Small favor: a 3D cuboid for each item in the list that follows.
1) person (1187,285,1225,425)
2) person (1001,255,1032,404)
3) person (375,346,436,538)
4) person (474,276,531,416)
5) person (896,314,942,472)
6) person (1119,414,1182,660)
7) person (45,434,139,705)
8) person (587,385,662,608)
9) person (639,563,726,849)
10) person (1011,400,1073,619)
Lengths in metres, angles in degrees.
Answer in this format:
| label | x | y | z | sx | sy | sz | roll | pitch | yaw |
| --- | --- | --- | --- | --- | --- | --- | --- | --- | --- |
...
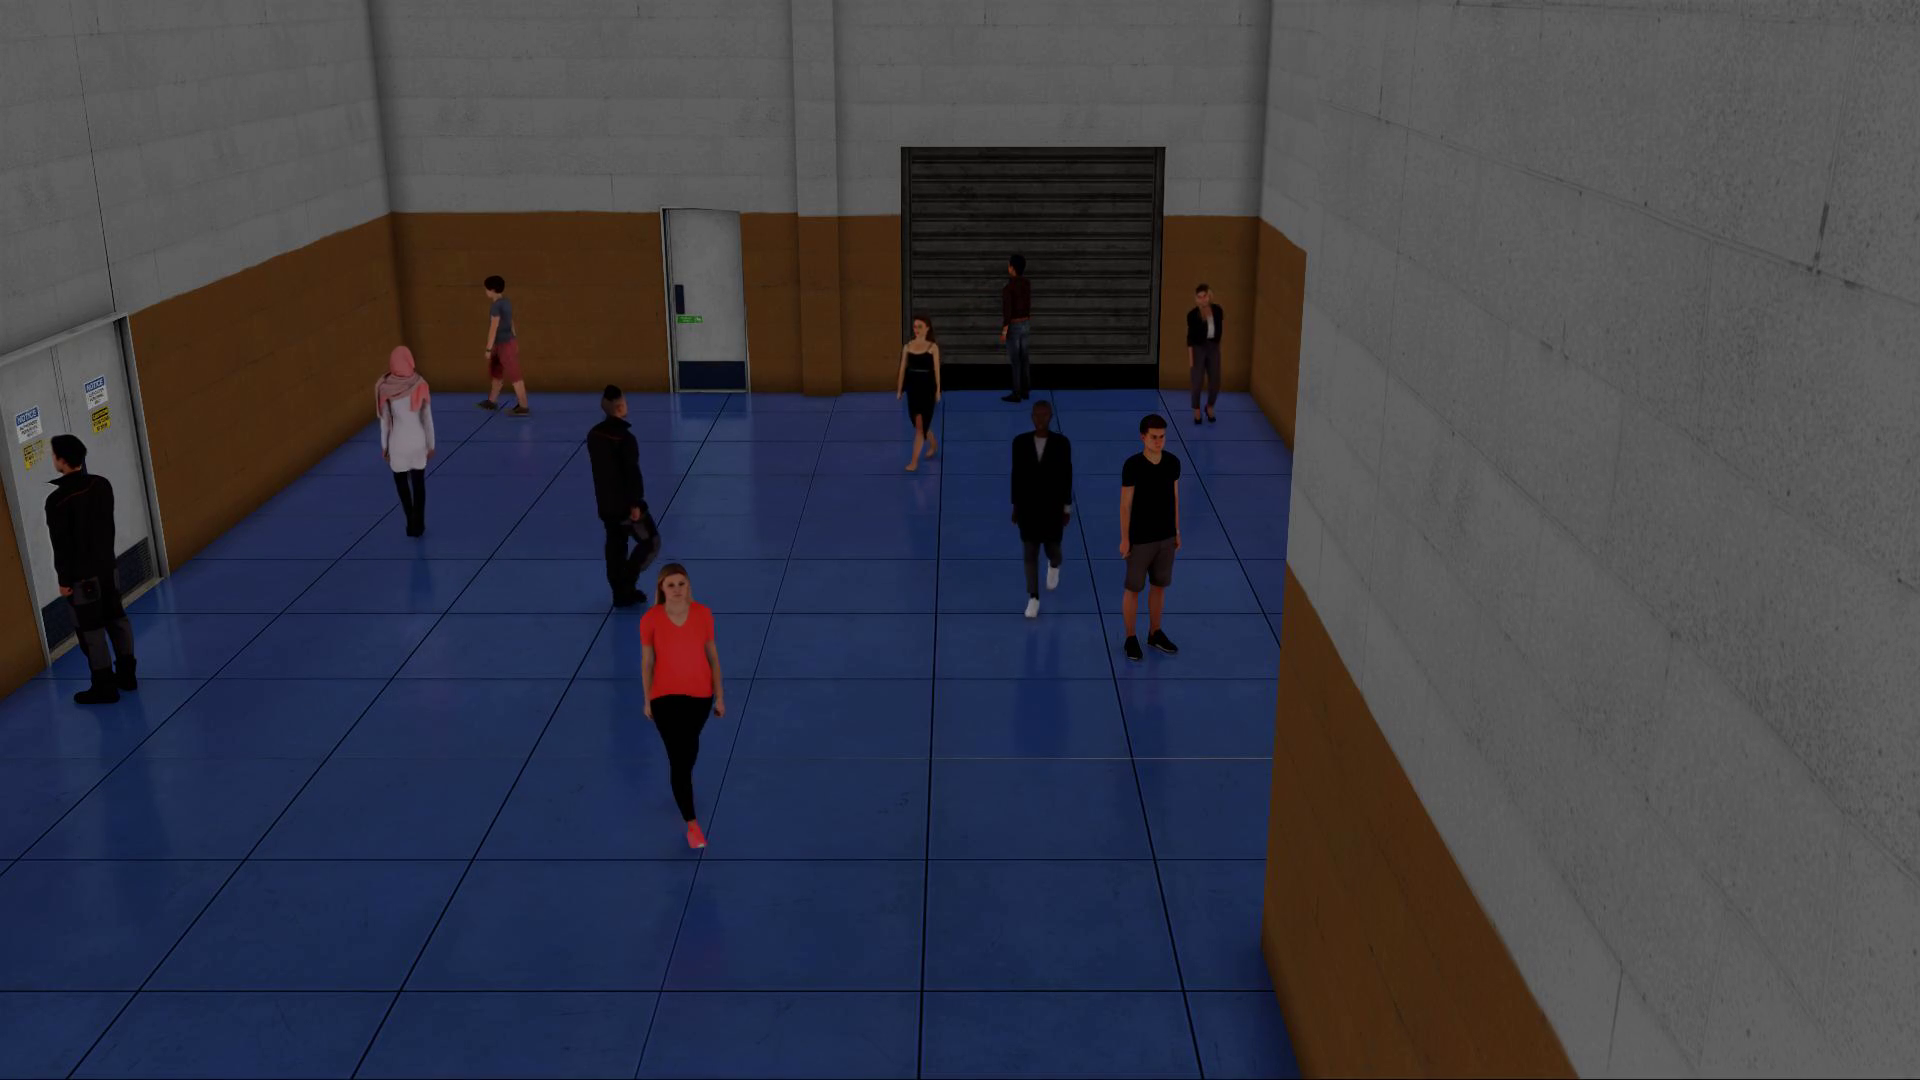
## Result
| label | x | y | z | sx | sy | sz | roll | pitch | yaw |
| --- | --- | --- | --- | --- | --- | --- | --- | --- | --- |
| person | 2.783 | -2.109 | 18.970 | 0.648 | 1.642 | 0.736 | -8 | 20 | -23 |
| person | 0.702 | -2.552 | 20.066 | 0.749 | 1.781 | 0.706 | 16 | 24 | 38 |
| person | -4.968 | -0.837 | 14.969 | 0.922 | 1.788 | 0.855 | -6 | 20 | -17 |
| person | -5.217 | -2.245 | 19.373 | 0.906 | 1.629 | 0.630 | 1 | 19 | 2 |
| person | -0.375 | -1.557 | 17.443 | 1.123 | 1.573 | 0.923 | 7 | 20 | 20 |
| person | 1.432 | -0.048 | 12.514 | 0.682 | 1.862 | 0.827 | -9 | 20 | -24 |
| person | -6.117 | 0.188 | 11.685 | 0.661 | 1.945 | 0.744 | 4 | 19 | 11 |
| person | -2.781 | -0.331 | 13.329 | 0.863 | 1.855 | 0.936 | 17 | 25 | 40 |
| person | -1.673 | 0.933 | 9.944 | 1.144 | 1.646 | 0.970 | -8 | 20 | -22 |
| person | 0.663 | -0.280 | 13.386 | 0.920 | 1.745 | 0.809 | 3 | 19 | 10 |
